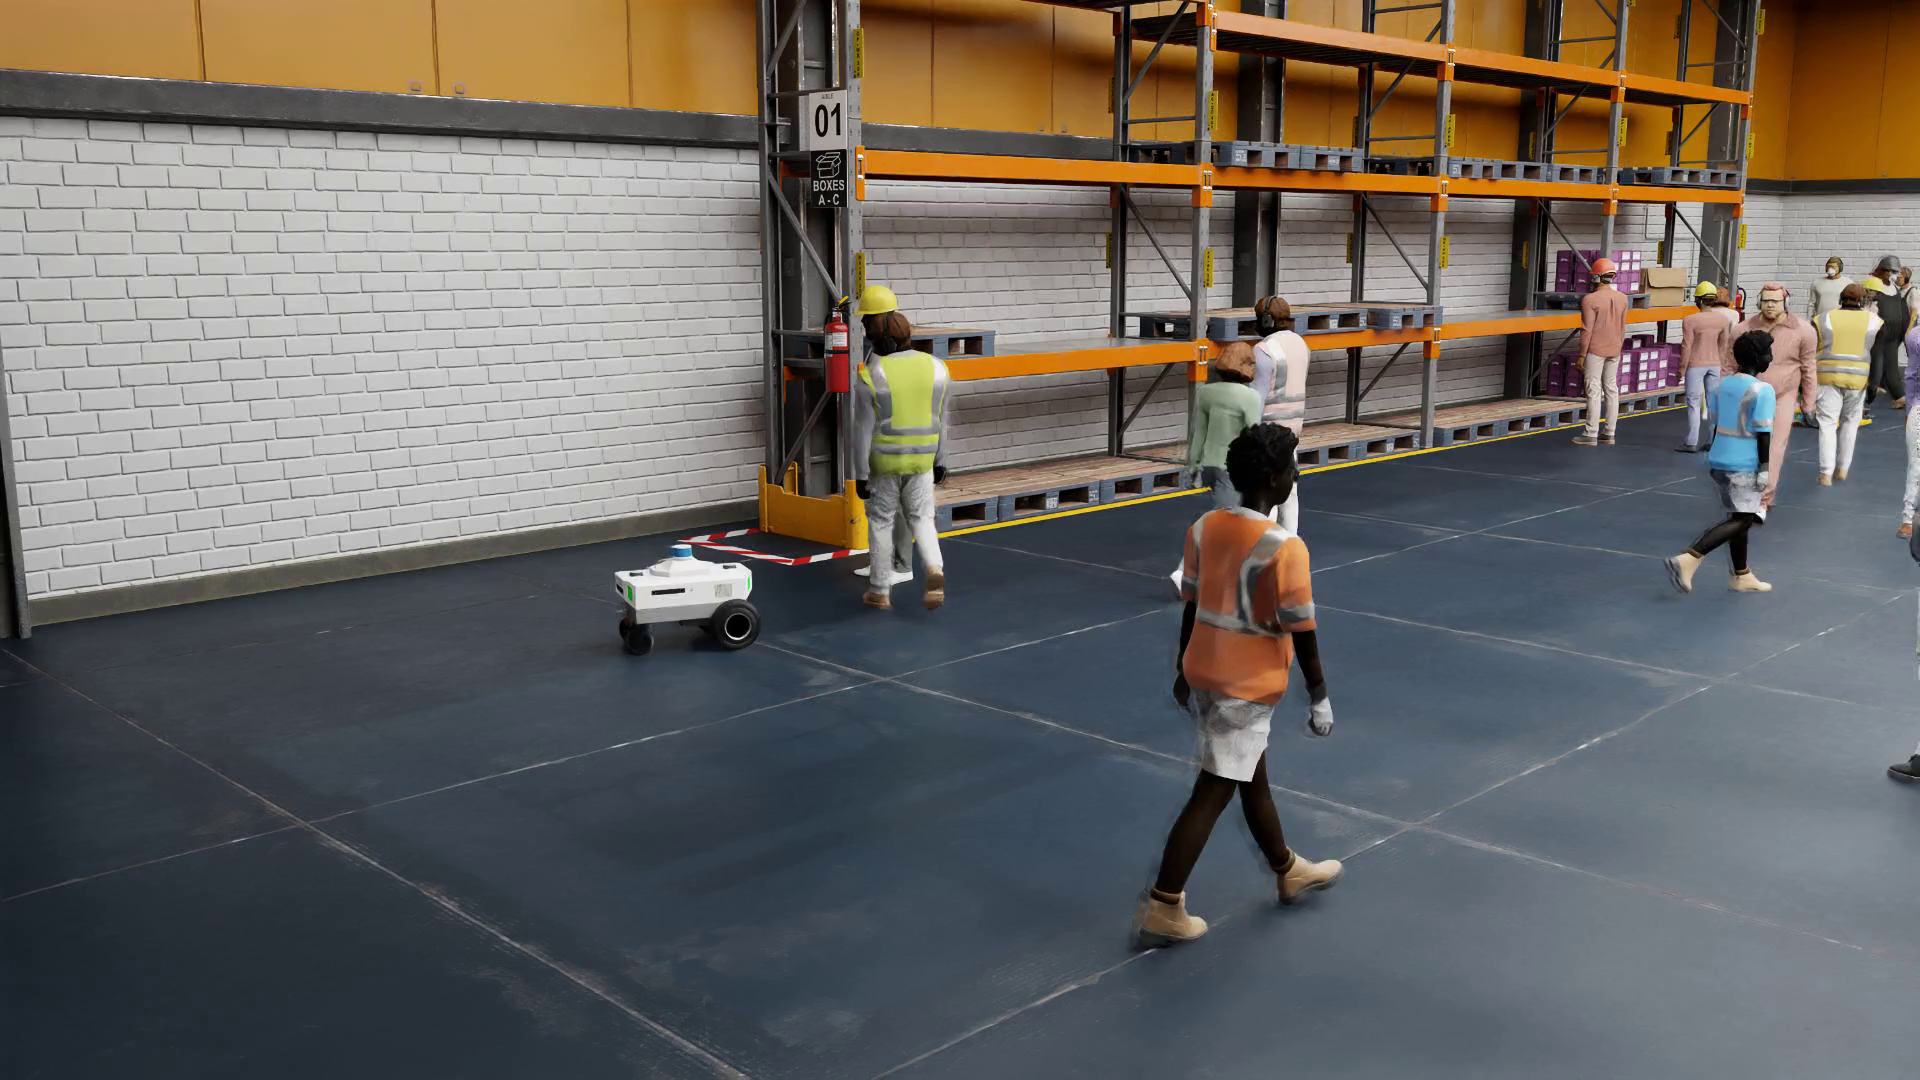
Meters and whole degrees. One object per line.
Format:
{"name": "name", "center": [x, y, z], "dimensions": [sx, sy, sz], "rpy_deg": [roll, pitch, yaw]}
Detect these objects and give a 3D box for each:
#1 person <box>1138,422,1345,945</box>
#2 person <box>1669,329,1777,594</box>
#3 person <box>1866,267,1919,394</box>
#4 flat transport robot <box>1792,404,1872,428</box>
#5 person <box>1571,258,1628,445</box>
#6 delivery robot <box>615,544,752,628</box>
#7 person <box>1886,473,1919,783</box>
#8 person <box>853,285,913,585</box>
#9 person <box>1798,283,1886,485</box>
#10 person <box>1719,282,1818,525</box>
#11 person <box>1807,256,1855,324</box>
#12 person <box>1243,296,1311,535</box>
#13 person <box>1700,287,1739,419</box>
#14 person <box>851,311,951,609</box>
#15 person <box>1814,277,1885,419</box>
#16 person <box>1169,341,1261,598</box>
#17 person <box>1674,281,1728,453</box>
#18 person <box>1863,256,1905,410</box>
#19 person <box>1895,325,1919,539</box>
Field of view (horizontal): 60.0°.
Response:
{"name": "person", "center": [0.916, 0.453, 5.299], "dimensions": [0.859, 1.650, 0.546], "rpy_deg": [-5, 11, -24]}
{"name": "person", "center": [4.753, -0.462, 10.281], "dimensions": [0.725, 1.675, 0.538], "rpy_deg": [-1, 10, -8]}
{"name": "person", "center": [13.405, -2.949, 23.499], "dimensions": [0.931, 1.810, 0.562], "rpy_deg": [-2, 11, -9]}
{"name": "flat transport robot", "center": [9.965, -1.504, 19.772], "dimensions": [0.652, 0.197, 1.431], "rpy_deg": [-10, 14, -44]}
{"name": "person", "center": [6.852, -2.010, 17.827], "dimensions": [0.611, 1.996, 0.387], "rpy_deg": [-4, 11, -23]}
{"name": "delivery robot", "center": [-1.510, 0.269, 9.078], "dimensions": [0.707, 0.478, 0.477], "rpy_deg": [-4, 11, -22]}
{"name": "person", "center": [4.057, 0.120, 6.694], "dimensions": [0.443, 1.818, 0.618], "rpy_deg": [0, 10, -1]}
{"name": "person", "center": [-0.481, -0.667, 10.702], "dimensions": [0.383, 1.923, 0.588], "rpy_deg": [-3, 11, -18]}
{"name": "person", "center": [8.013, -1.426, 15.173], "dimensions": [0.643, 1.806, 0.828], "rpy_deg": [4, 11, 20]}
{"name": "person", "center": [6.238, -1.057, 12.956], "dimensions": [0.672, 1.864, 0.943], "rpy_deg": [9, 14, 41]}
{"name": "person", "center": [12.368, -3.054, 23.675], "dimensions": [0.632, 1.940, 0.372], "rpy_deg": [10, 15, 44]}
{"name": "person", "center": [2.112, -0.735, 11.324], "dimensions": [0.428, 1.837, 0.621], "rpy_deg": [9, 14, 40]}
{"name": "person", "center": [9.298, -2.295, 20.432], "dimensions": [0.532, 1.594, 0.790], "rpy_deg": [8, 13, 37]}
{"name": "person", "center": [-0.354, -0.448, 9.826], "dimensions": [0.643, 1.804, 0.700], "rpy_deg": [-5, 11, -25]}
{"name": "person", "center": [10.995, -2.376, 20.542], "dimensions": [0.543, 1.732, 0.683], "rpy_deg": [-5, 12, -27]}
{"name": "person", "center": [1.585, -0.432, 10.311], "dimensions": [0.783, 1.599, 0.533], "rpy_deg": [-7, 12, -32]}
{"name": "person", "center": [7.651, -1.778, 17.186], "dimensions": [0.526, 1.769, 0.330], "rpy_deg": [-2, 11, -13]}
{"name": "person", "center": [11.925, -2.708, 21.512], "dimensions": [0.711, 2.000, 1.047], "rpy_deg": [-4, 11, -20]}
{"name": "person", "center": [7.423, -0.977, 12.483], "dimensions": [1.004, 1.905, 0.648], "rpy_deg": [-9, 14, -40]}
